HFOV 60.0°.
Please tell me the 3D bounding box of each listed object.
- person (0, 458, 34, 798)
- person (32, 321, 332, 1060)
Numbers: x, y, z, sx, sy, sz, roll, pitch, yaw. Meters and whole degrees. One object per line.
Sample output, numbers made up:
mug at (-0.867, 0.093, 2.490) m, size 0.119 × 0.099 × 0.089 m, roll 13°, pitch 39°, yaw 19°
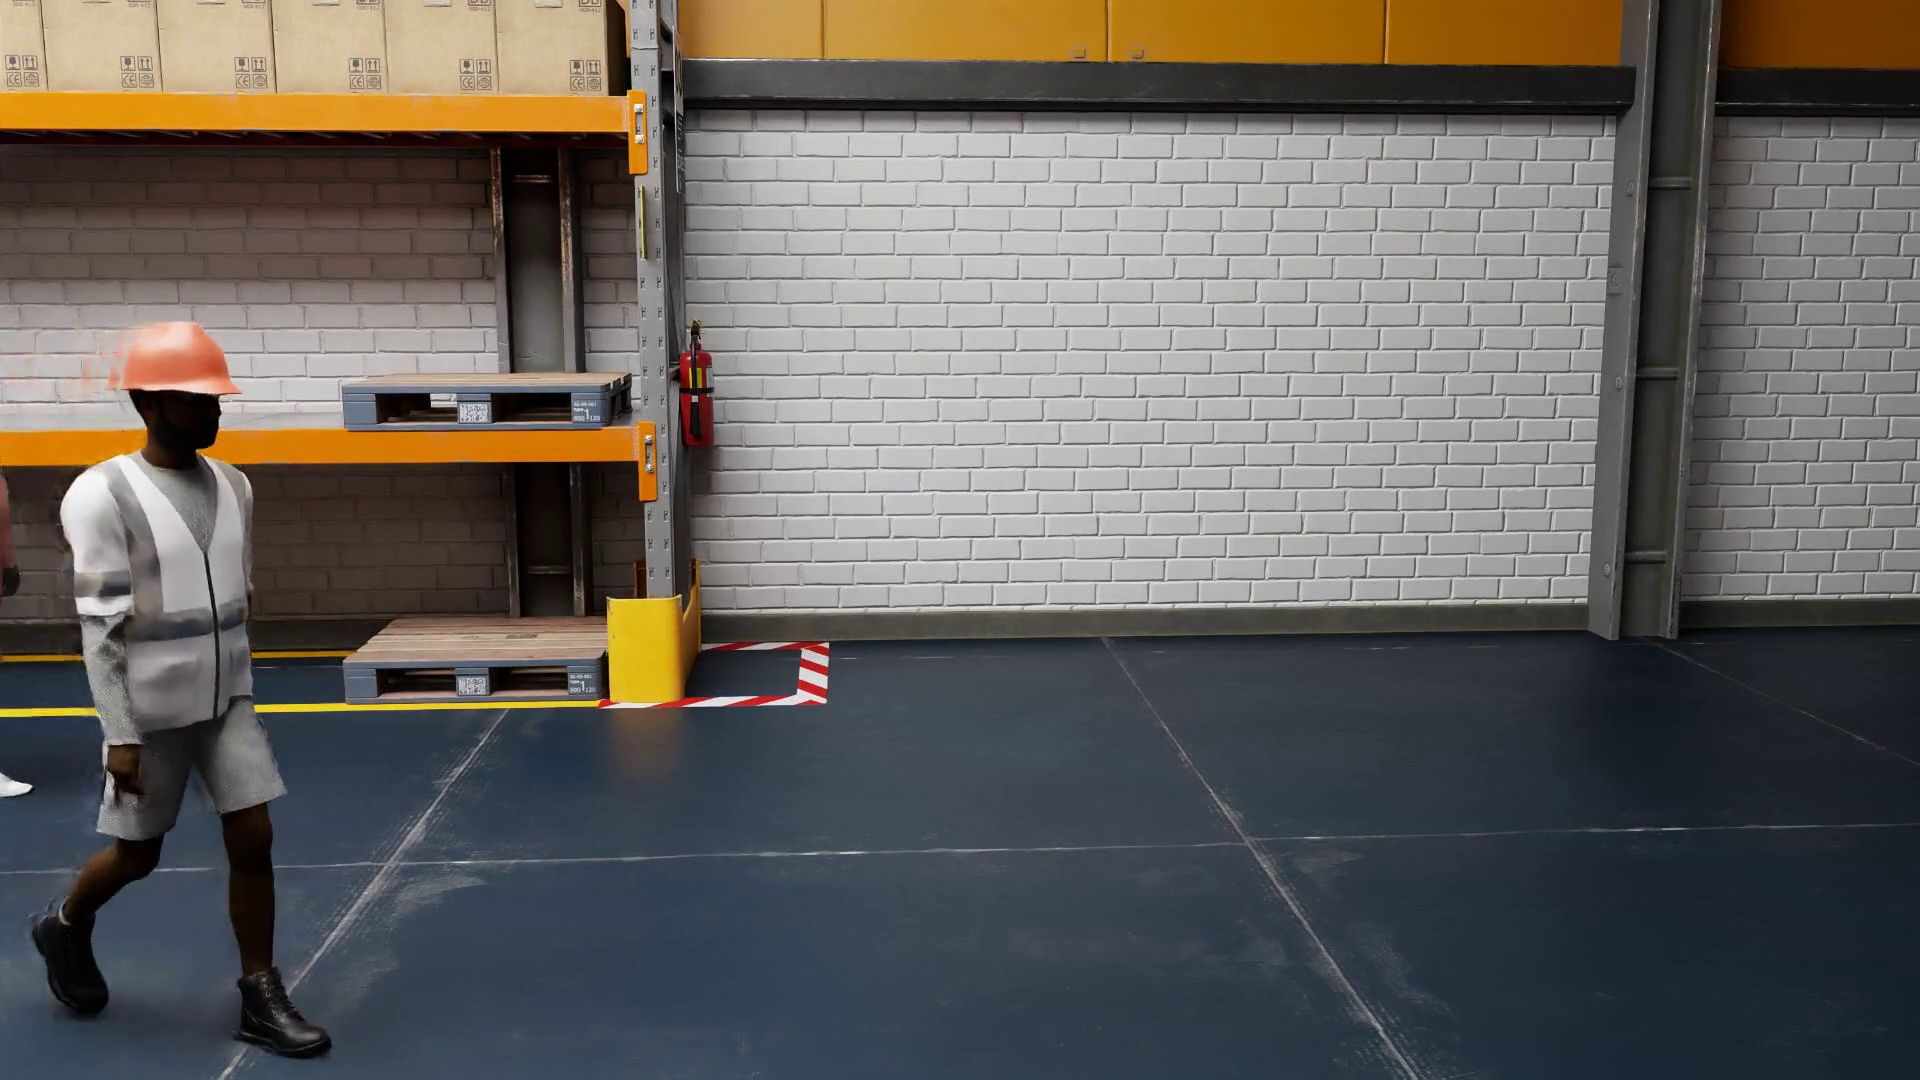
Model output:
person at (-3.782, 0.081, 6.292) m, size 0.432 × 1.894 × 0.670 m, roll 0°, pitch 9°, yaw -1°
person at (-2.084, 0.389, 4.328) m, size 0.855 × 1.916 × 0.540 m, roll 5°, pitch 10°, yaw 27°
